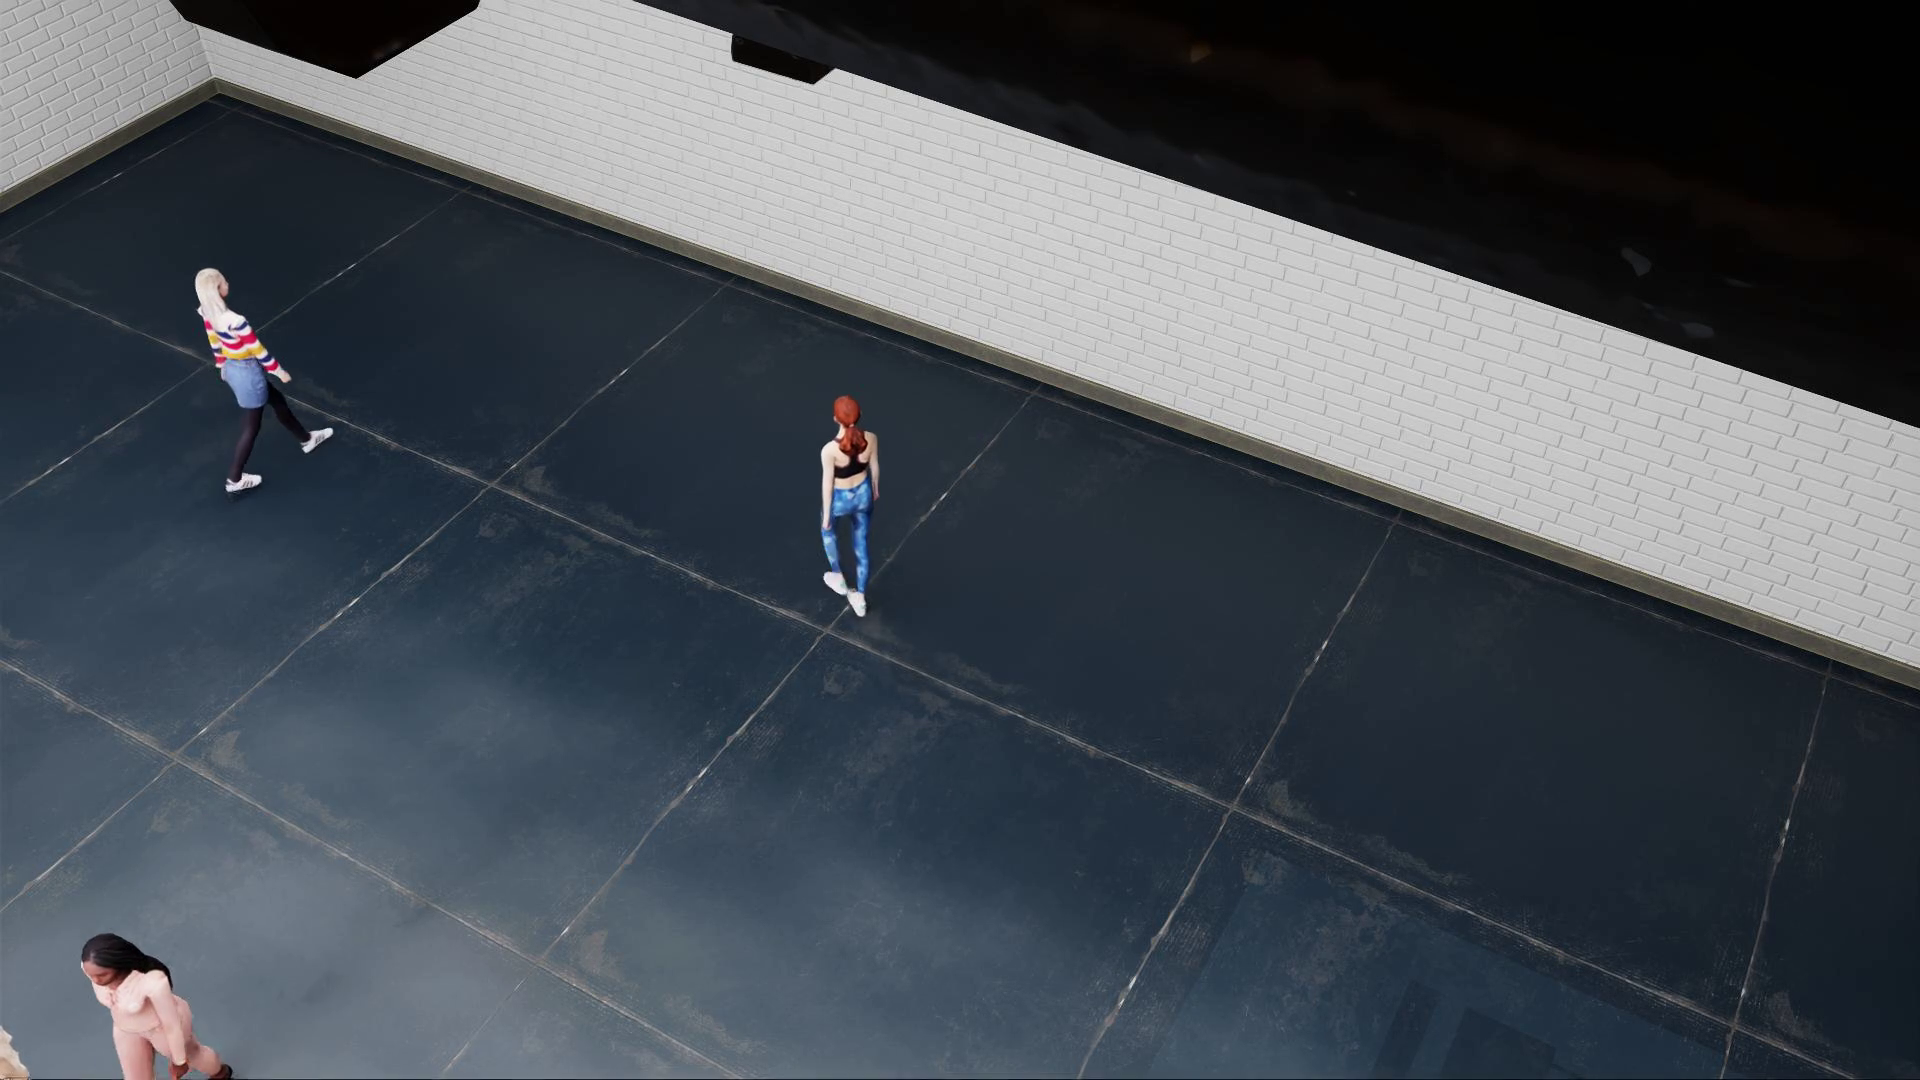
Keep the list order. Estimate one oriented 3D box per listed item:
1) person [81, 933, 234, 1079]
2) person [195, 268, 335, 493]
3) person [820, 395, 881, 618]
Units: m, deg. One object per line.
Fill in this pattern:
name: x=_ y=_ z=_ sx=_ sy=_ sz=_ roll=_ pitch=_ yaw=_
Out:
person: x=-3.945 y=2.368 z=8.307 sx=0.763 sy=1.695 sz=0.900 roll=12 pitch=45 yaw=13
person: x=-5.169 y=-1.106 z=11.903 sx=0.848 sy=1.765 sz=1.212 roll=33 pitch=53 yaw=30
person: x=-0.687 y=-0.165 z=10.916 sx=0.787 sy=1.775 sz=0.841 roll=-18 pitch=47 yaw=-18
